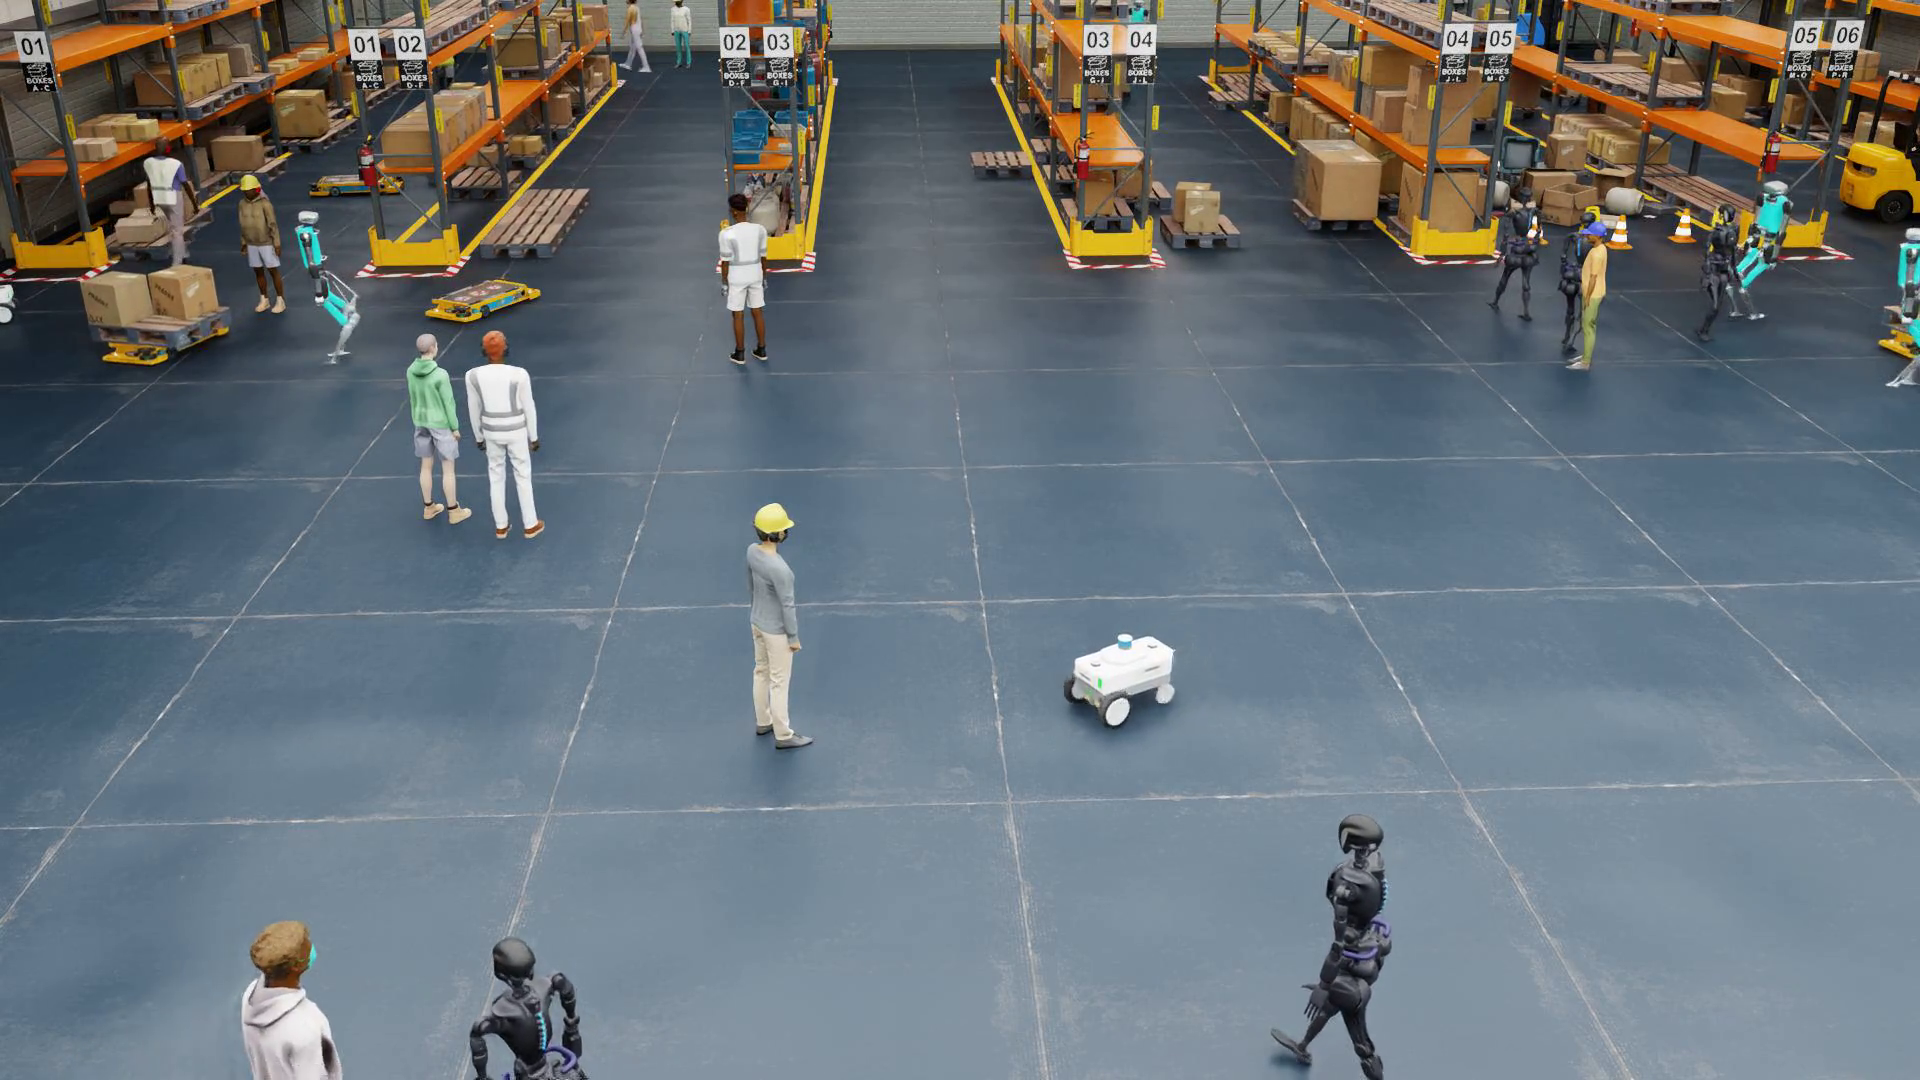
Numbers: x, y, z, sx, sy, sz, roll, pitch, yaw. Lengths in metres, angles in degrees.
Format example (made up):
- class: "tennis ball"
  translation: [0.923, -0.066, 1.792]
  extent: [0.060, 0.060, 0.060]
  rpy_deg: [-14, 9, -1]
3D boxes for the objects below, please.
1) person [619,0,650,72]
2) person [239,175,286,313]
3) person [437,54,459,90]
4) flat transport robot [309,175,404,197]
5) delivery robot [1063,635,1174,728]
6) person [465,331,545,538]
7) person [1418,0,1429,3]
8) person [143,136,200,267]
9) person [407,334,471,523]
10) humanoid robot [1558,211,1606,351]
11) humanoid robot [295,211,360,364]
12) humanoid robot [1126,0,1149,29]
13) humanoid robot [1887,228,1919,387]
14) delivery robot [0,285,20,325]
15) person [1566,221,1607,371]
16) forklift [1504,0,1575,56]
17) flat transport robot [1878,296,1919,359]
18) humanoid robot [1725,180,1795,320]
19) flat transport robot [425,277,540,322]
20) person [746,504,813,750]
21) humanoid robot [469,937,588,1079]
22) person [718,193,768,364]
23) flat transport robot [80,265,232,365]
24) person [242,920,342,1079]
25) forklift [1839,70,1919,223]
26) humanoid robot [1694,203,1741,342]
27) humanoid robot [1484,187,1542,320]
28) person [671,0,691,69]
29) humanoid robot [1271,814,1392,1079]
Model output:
- class: "person"
  translation: [-7.890, -12.182, 39.944]
  extent: [0.940, 1.816, 0.516]
  rpy_deg: [6, 25, 13]
- class: "person"
  translation: [-8.868, -3.769, 21.112]
  extent: [0.542, 1.757, 0.414]
  rpy_deg: [5, 24, 11]
- class: "person"
  translation: [-11.060, -10.251, 35.764]
  extent: [0.546, 1.671, 0.684]
  rpy_deg: [-4, 24, -8]
- class: "flat transport robot"
  translation: [-10.079, -5.935, 27.807]
  extent: [1.431, 0.231, 0.659]
  rpy_deg: [-5, 24, -10]
- class: "delivery robot"
  translation: [1.155, 0.980, 11.942]
  extent: [0.811, 0.613, 0.499]
  rpy_deg: [-15, 28, -30]
- class: "person"
  translation: [-3.966, -0.910, 14.535]
  extent: [0.574, 1.881, 0.351]
  rpy_deg: [1, 24, 2]
- class: "person"
  translation: [11.700, -13.058, 41.933]
  extent: [0.401, 1.799, 0.596]
  rpy_deg: [-10, 26, -22]
- class: "person"
  translation: [-10.876, -4.692, 23.103]
  extent: [0.602, 1.812, 0.812]
  rpy_deg: [4, 24, 10]
- class: "person"
  translation: [-4.712, -0.994, 14.910]
  extent: [0.471, 1.733, 0.324]
  rpy_deg: [9, 26, 20]
- class: "humanoid robot"
  translation: [7.341, -3.068, 19.655]
  extent: [0.601, 1.643, 0.589]
  rpy_deg: [-22, 32, -40]
- class: "humanoid robot"
  translation: [-7.222, -2.919, 19.234]
  extent: [0.665, 1.809, 0.538]
  rpy_deg: [-7, 25, -16]
- class: "humanoid robot"
  translation: [4.005, -11.671, 38.899]
  extent: [0.539, 1.783, 0.785]
  rpy_deg: [17, 29, 33]
- class: "humanoid robot"
  translation: [10.625, -2.525, 18.368]
  extent: [0.694, 1.808, 0.559]
  rpy_deg: [10, 26, 22]
- class: "delivery robot"
  translation: [-12.223, -2.985, 20.807]
  extent: [0.738, 0.578, 0.499]
  rpy_deg: [-9, 26, -19]
- class: "person"
  translation: [7.144, -2.781, 18.950]
  extent: [0.385, 1.708, 0.434]
  rpy_deg: [8, 25, 17]
- class: "forklift"
  translation: [14.700, -13.805, 42.301]
  extent: [1.873, 2.768, 1.129]
  rpy_deg: [-1, 24, -2]
- class: "flat transport robot"
  translation: [11.754, -2.337, 19.723]
  extent: [1.431, 0.231, 0.659]
  rpy_deg: [-4, 24, -10]
- class: "humanoid robot"
  translation: [9.769, -3.563, 20.547]
  extent: [0.727, 1.704, 0.530]
  rpy_deg: [-9, 25, -19]
- class: "flat transport robot"
  translation: [-6.139, -3.096, 21.429]
  extent: [0.659, 0.231, 1.431]
  rpy_deg: [12, 27, 25]
- class: "person"
  translation: [-1.254, 0.580, 11.327]
  extent: [0.316, 1.769, 0.522]
  rpy_deg: [-16, 28, -31]
- class: "humanoid robot"
  translation: [-1.862, 2.430, 7.276]
  extent: [0.337, 1.648, 0.585]
  rpy_deg: [18, 30, 35]
- class: "person"
  translation: [-2.489, -3.007, 19.164]
  extent: [0.599, 1.955, 0.380]
  rpy_deg: [-16, 29, -32]
- class: "flat transport robot"
  translation: [-9.466, -2.390, 19.843]
  extent: [0.659, 0.231, 1.431]
  rpy_deg: [6, 25, 13]
- class: "person"
  translation: [-2.823, 2.417, 7.086]
  extent: [0.503, 1.870, 1.004]
  rpy_deg: [16, 29, 32]
- class: "forklift"
  translation: [15.132, -6.143, 25.915]
  extent: [2.313, 2.155, 1.214]
  rpy_deg: [-1, 24, -2]
- class: "humanoid robot"
  translation: [9.119, -3.212, 19.959]
  extent: [0.585, 1.653, 0.349]
  rpy_deg: [-12, 27, -25]
- class: "humanoid robot"
  translation: [7.028, -3.636, 20.945]
  extent: [0.608, 1.626, 0.738]
  rpy_deg: [-8, 25, -17]
- class: "person"
  translation: [-6.786, -12.380, 40.450]
  extent: [0.531, 1.765, 0.317]
  rpy_deg: [8, 25, 17]
- class: "humanoid robot"
  translation: [1.893, 2.059, 8.167]
  extent: [0.770, 1.627, 0.601]
  rpy_deg: [15, 28, 30]
